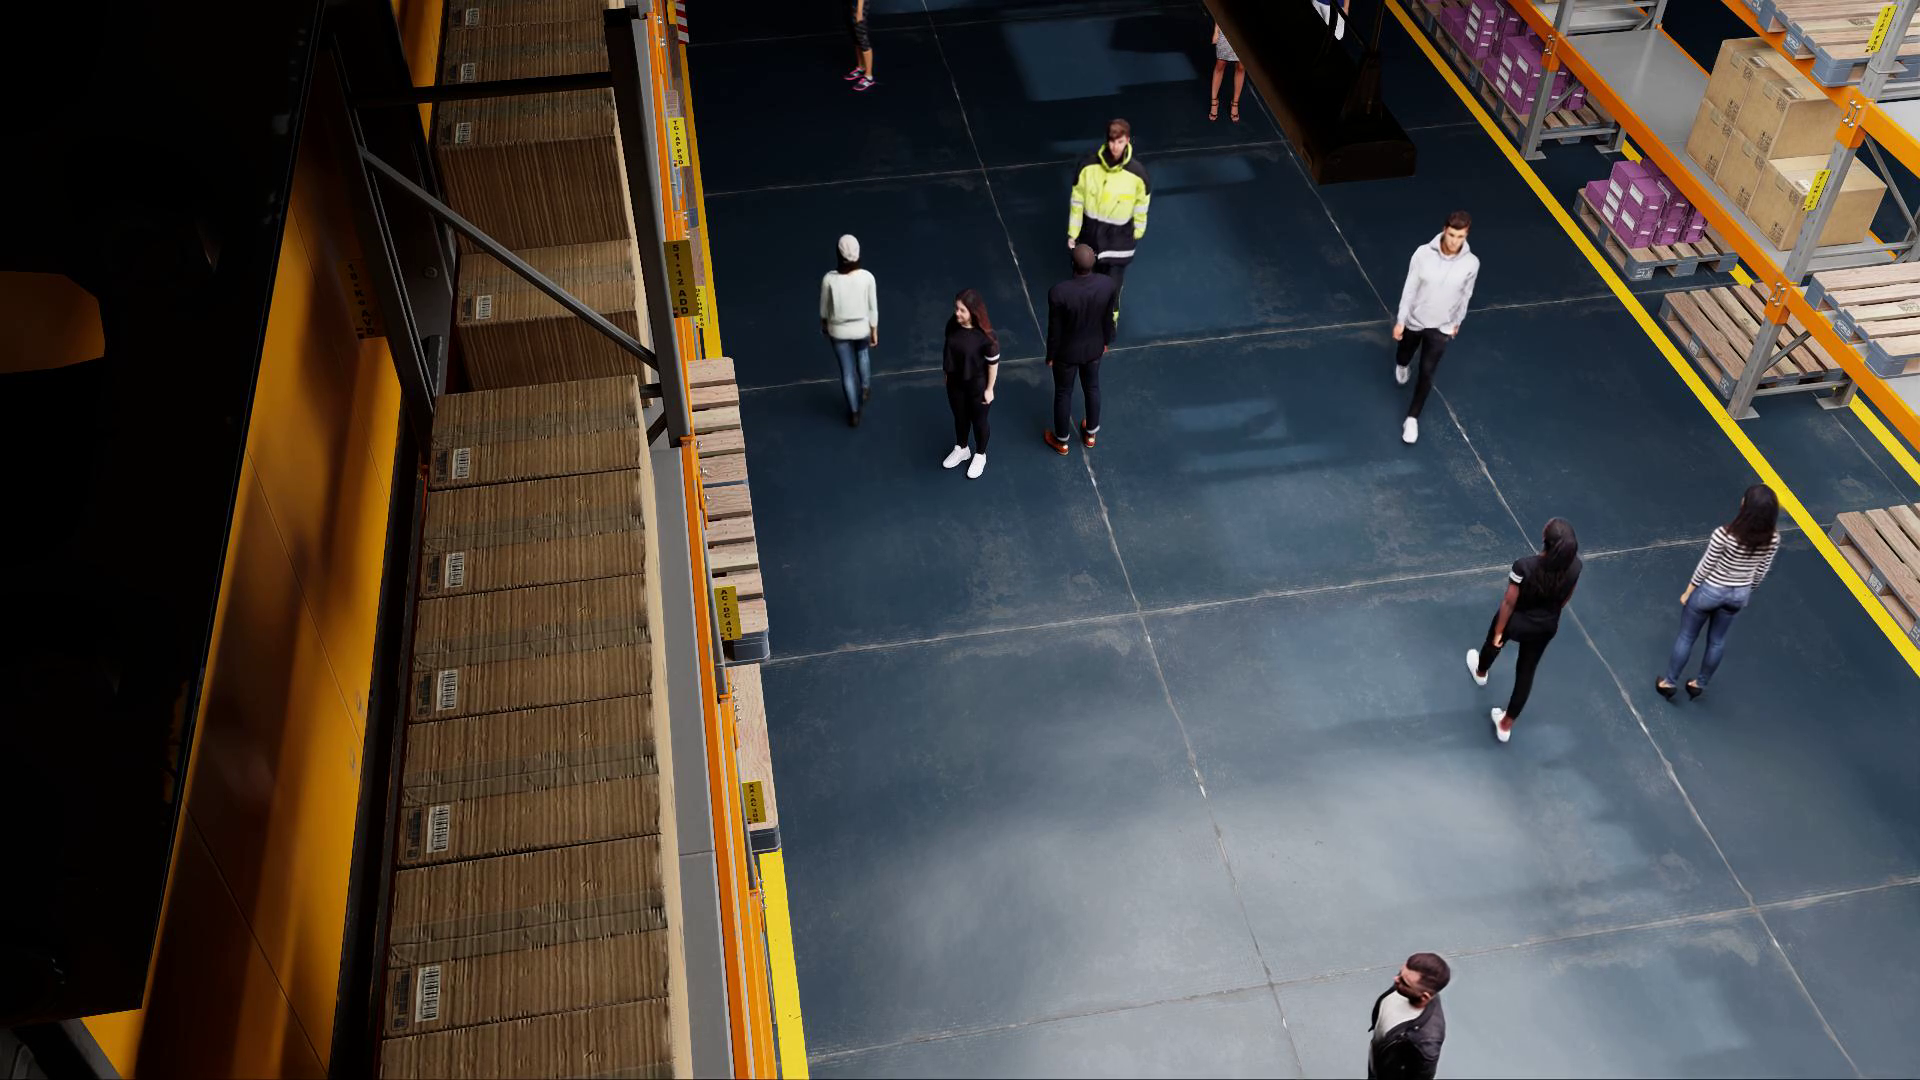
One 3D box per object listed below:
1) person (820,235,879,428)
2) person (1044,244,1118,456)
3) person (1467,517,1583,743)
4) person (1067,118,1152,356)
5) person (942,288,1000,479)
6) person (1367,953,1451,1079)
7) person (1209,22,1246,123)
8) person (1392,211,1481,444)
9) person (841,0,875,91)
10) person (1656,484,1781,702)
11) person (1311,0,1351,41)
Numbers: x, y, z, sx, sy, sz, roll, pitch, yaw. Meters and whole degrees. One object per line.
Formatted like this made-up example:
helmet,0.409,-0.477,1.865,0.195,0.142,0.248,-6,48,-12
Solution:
person,-0.830,-1.557,12.667,0.581,1.632,0.680,-8,44,-8
person,0.881,-1.417,12.385,0.731,1.819,0.659,-15,46,-15
person,3.555,0.595,10.358,0.721,1.700,1.020,0,44,0
person,1.211,-2.573,13.516,1.159,1.933,1.386,12,45,13
person,0.075,-1.172,12.258,0.711,1.639,0.769,25,49,24
person,2.150,2.579,8.178,0.750,1.836,0.529,0,44,0
person,2.656,-4.898,16.036,0.651,1.822,0.620,4,44,4
person,3.552,-1.723,12.643,0.982,1.906,1.254,8,44,9
person,-1.030,-5.360,16.593,0.690,1.724,0.569,-21,47,-21
person,4.802,0.365,10.533,0.597,1.793,0.545,-1,44,-1
person,3.658,-5.346,16.495,0.782,1.838,0.674,-31,52,-29
